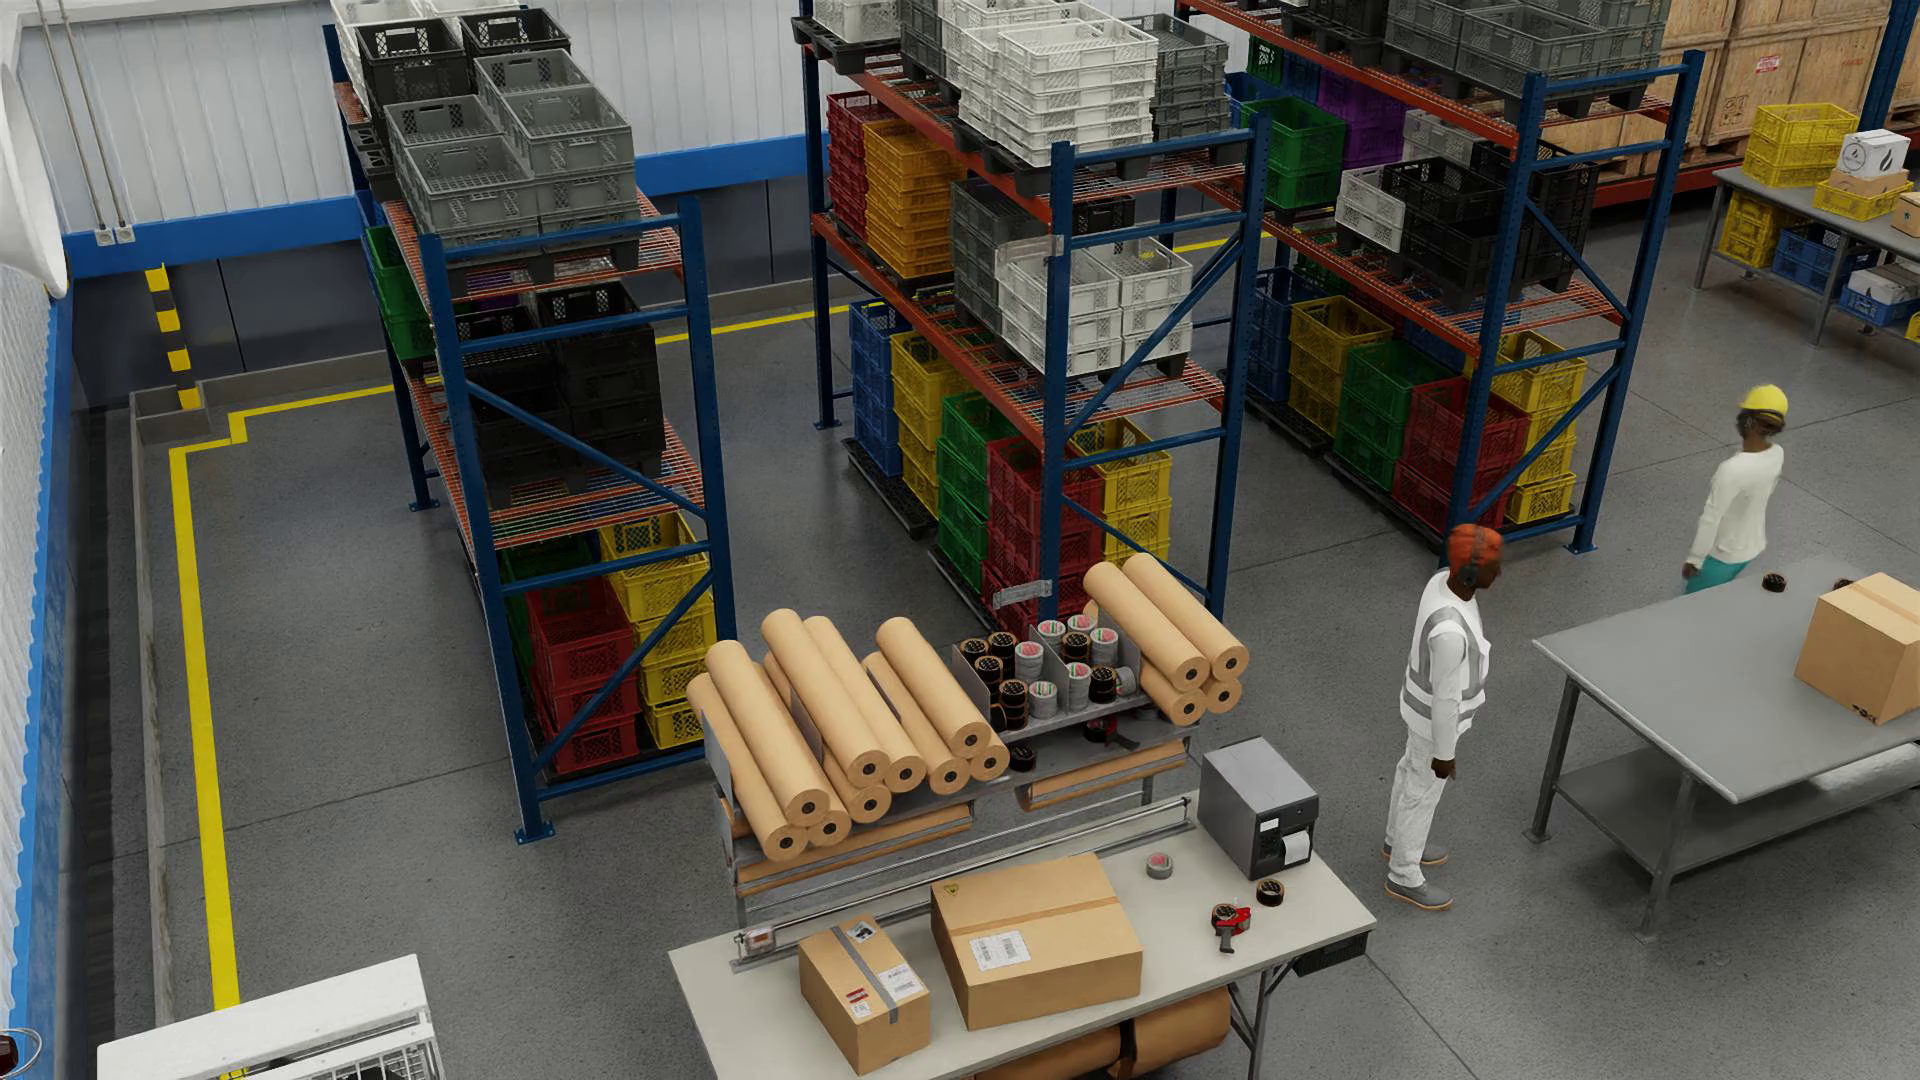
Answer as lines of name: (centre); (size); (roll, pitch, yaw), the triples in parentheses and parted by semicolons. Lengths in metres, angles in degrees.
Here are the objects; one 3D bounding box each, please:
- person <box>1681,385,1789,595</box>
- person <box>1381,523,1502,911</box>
person: (3.898, 0.018, 8.556); (0.565, 1.723, 0.445); (-27, 41, -36)
person: (2.081, 0.760, 7.198); (0.356, 1.882, 0.574); (6, 32, 10)
